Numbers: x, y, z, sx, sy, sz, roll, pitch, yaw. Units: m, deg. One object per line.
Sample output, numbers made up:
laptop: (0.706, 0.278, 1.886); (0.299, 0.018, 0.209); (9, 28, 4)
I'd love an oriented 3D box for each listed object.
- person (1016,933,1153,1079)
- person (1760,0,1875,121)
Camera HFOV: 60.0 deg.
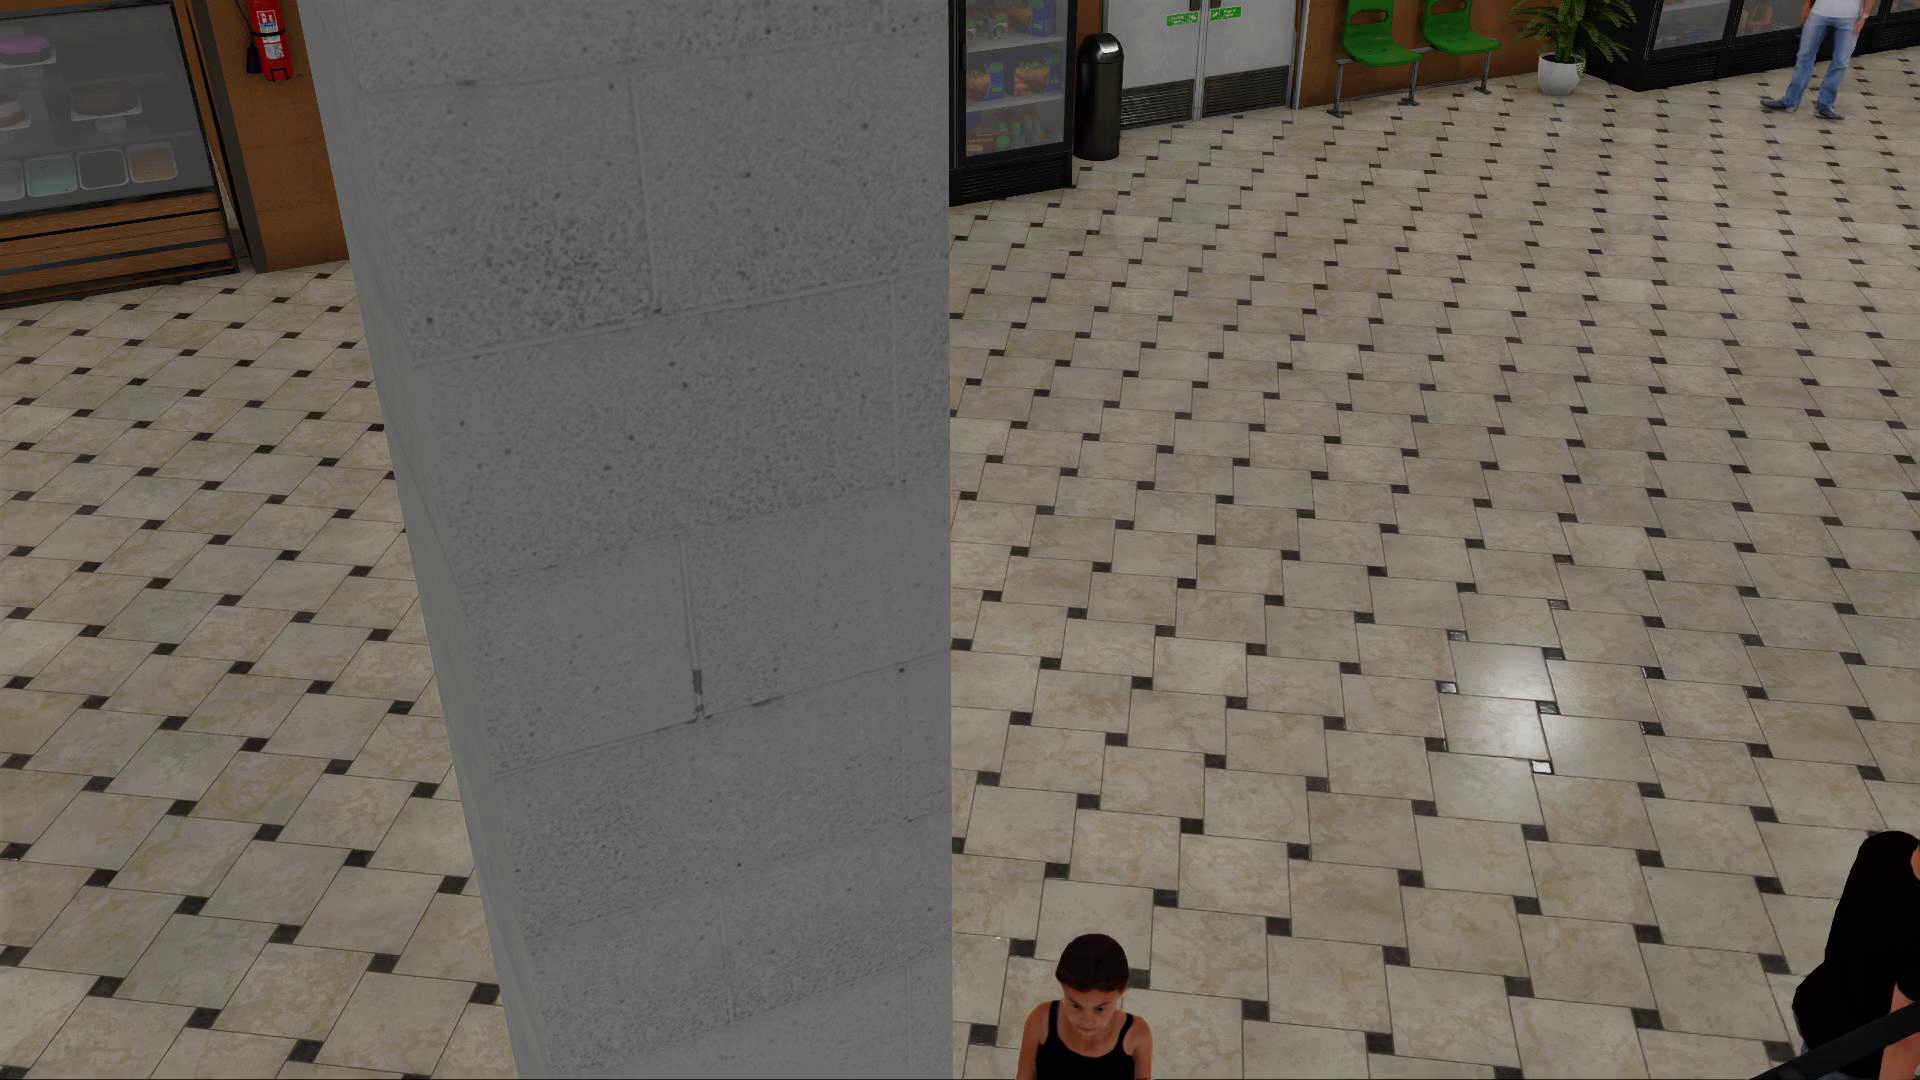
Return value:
person: (0.329, 1.662, 4.562); (0.614, 1.564, 0.643); (4, 32, 6)
person: (7.480, -4.555, 14.299); (0.985, 1.833, 0.784); (-27, 41, -36)
